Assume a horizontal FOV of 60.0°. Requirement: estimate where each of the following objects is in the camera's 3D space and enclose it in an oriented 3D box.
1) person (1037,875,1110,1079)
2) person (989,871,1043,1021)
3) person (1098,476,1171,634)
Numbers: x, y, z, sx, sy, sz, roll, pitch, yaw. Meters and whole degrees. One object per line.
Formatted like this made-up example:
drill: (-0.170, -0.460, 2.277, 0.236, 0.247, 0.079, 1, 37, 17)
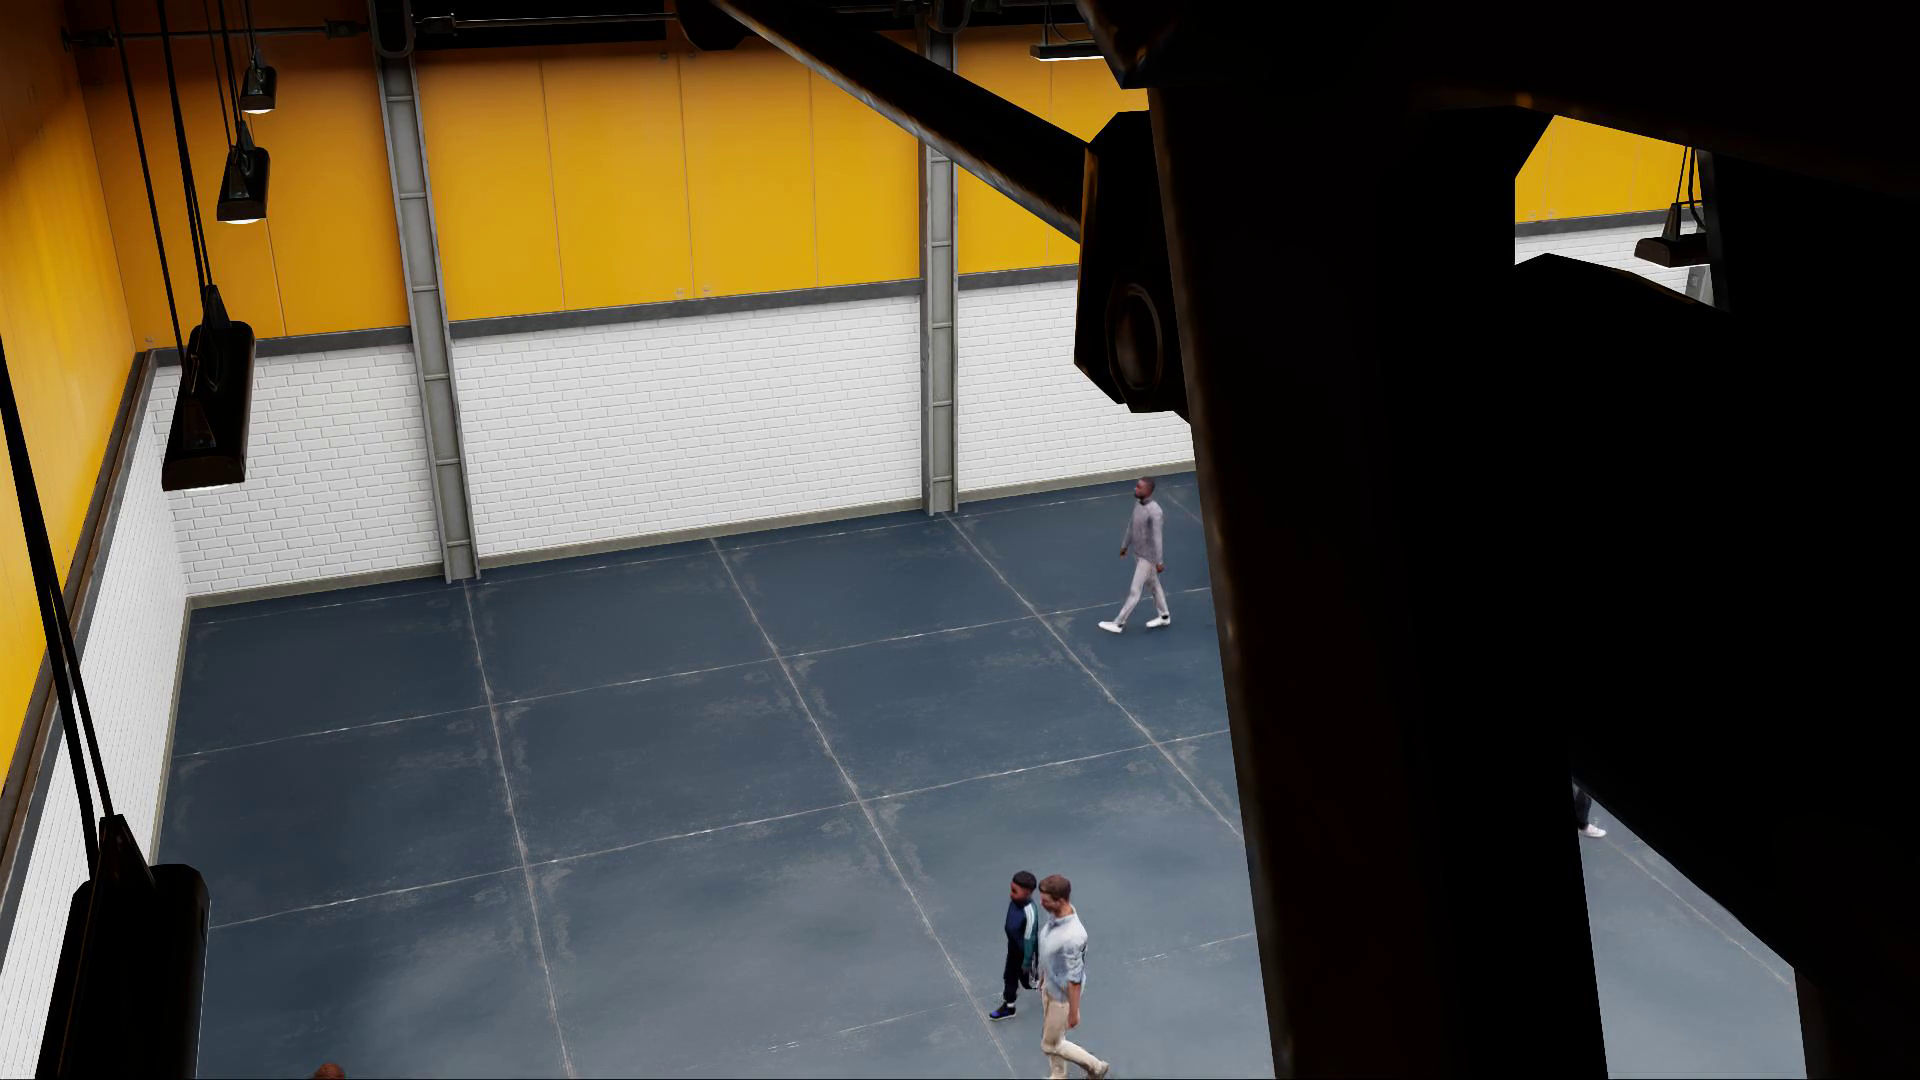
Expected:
person: (0.783, 3.068, 11.385, 0.819, 1.830, 0.717, -4, 24, -10)
person: (0.515, 2.997, 12.281, 0.839, 1.242, 0.580, -12, 26, -25)
person: (2.113, 0.170, 18.055, 1.131, 1.797, 0.769, -6, 24, -14)
